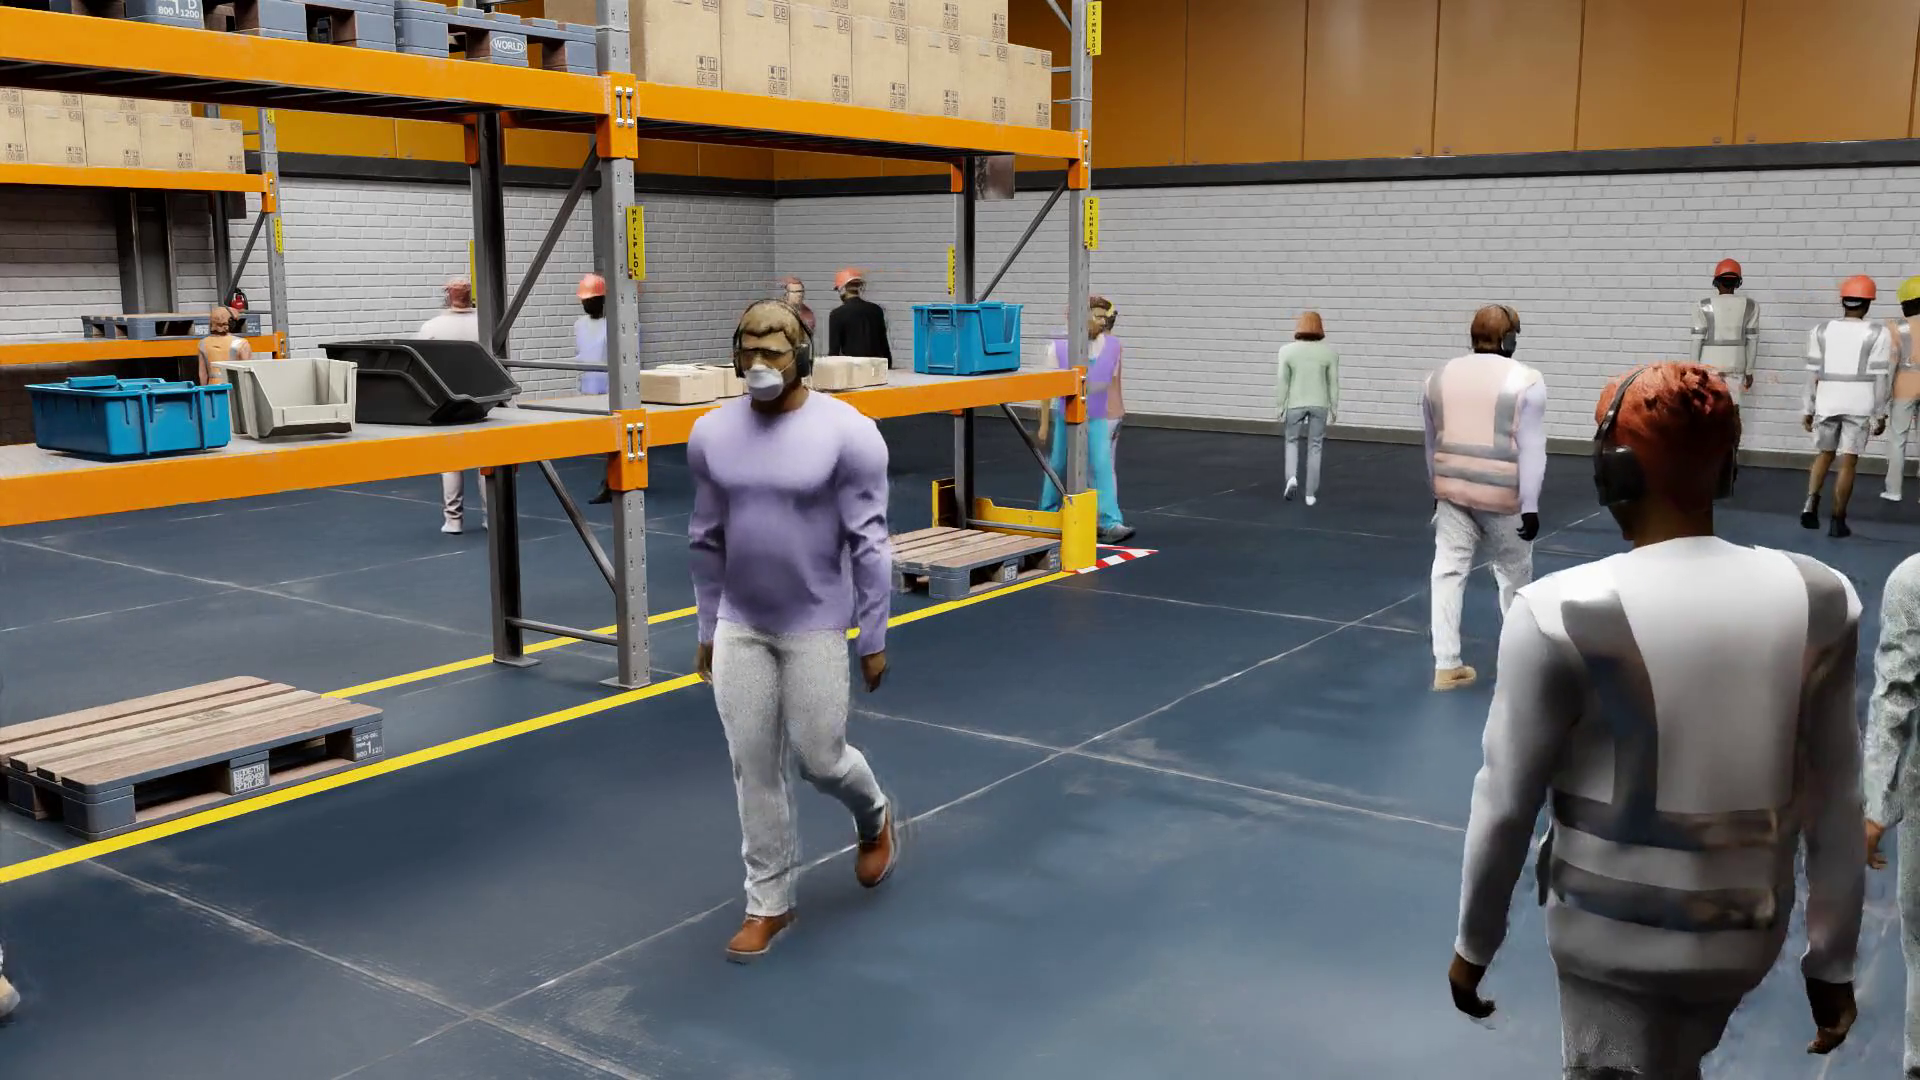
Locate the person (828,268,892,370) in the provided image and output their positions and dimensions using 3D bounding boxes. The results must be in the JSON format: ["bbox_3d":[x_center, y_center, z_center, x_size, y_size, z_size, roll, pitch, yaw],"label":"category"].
[{"bbox_3d":[-1.003,-1.570,15.678,0.641,1.942,0.823,-9,13,-44],"label":"person"}]

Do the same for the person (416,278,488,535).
[{"bbox_3d":[-3.688,-0.981,12.332,0.655,1.896,0.397,-5,11,-28],"label":"person"}]

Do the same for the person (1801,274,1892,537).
[{"bbox_3d":[6.484,-0.972,12.170,0.414,1.924,0.549,-9,13,-42],"label":"person"}]

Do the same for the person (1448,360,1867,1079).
[{"bbox_3d":[1.103,0.640,2.756,0.601,1.857,0.638,-2,10,-9],"label":"person"}]

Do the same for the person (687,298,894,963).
[{"bbox_3d":[-0.478,0.245,4.940,0.637,1.921,0.655,4,10,22],"label":"person"}]

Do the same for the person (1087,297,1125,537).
[{"bbox_3d":[1.036,-0.899,12.244,0.353,1.756,0.531,3,10,15],"label":"person"}]

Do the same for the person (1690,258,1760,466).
[{"bbox_3d":[7.210,-1.633,15.758,0.608,2.044,0.370,1,10,9],"label":"person"}]

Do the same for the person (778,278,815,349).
[{"bbox_3d":[-1.806,-1.811,17.419,0.645,1.862,1.010,-6,11,-33],"label":"person"}]

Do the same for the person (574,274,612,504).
[{"bbox_3d":[-2.976,-1.262,13.952,0.545,1.917,0.580,5,11,27],"label":"person"}]

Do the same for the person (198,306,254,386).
[{"bbox_3d":[-6.270,-1.183,14.277,0.516,1.641,0.308,2,10,9],"label":"person"}]

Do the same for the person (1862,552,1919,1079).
[{"bbox_3d":[2.171,0.581,3.500,0.500,1.724,0.577,5,11,26],"label":"person"}]

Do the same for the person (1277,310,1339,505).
[{"bbox_3d":[2.877,-1.085,13.772,0.508,1.622,0.383,2,10,12],"label":"person"}]

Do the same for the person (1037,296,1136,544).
[{"bbox_3d":[0.871,-0.863,11.986,0.643,1.769,1.028,-3,10,-19],"label":"person"}]

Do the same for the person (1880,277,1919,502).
[{"bbox_3d":[7.967,-1.238,13.916,0.639,1.889,0.633,0,10,2],"label":"person"}]

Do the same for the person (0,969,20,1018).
[{"bbox_3d":[-2.849,0.470,4.035,0.515,1.801,0.926,8,12,39],"label":"person"}]

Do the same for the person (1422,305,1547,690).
[{"bbox_3d":[2.572,-0.212,7.981,0.875,1.807,0.661,-9,13,-44],"label":"person"}]
